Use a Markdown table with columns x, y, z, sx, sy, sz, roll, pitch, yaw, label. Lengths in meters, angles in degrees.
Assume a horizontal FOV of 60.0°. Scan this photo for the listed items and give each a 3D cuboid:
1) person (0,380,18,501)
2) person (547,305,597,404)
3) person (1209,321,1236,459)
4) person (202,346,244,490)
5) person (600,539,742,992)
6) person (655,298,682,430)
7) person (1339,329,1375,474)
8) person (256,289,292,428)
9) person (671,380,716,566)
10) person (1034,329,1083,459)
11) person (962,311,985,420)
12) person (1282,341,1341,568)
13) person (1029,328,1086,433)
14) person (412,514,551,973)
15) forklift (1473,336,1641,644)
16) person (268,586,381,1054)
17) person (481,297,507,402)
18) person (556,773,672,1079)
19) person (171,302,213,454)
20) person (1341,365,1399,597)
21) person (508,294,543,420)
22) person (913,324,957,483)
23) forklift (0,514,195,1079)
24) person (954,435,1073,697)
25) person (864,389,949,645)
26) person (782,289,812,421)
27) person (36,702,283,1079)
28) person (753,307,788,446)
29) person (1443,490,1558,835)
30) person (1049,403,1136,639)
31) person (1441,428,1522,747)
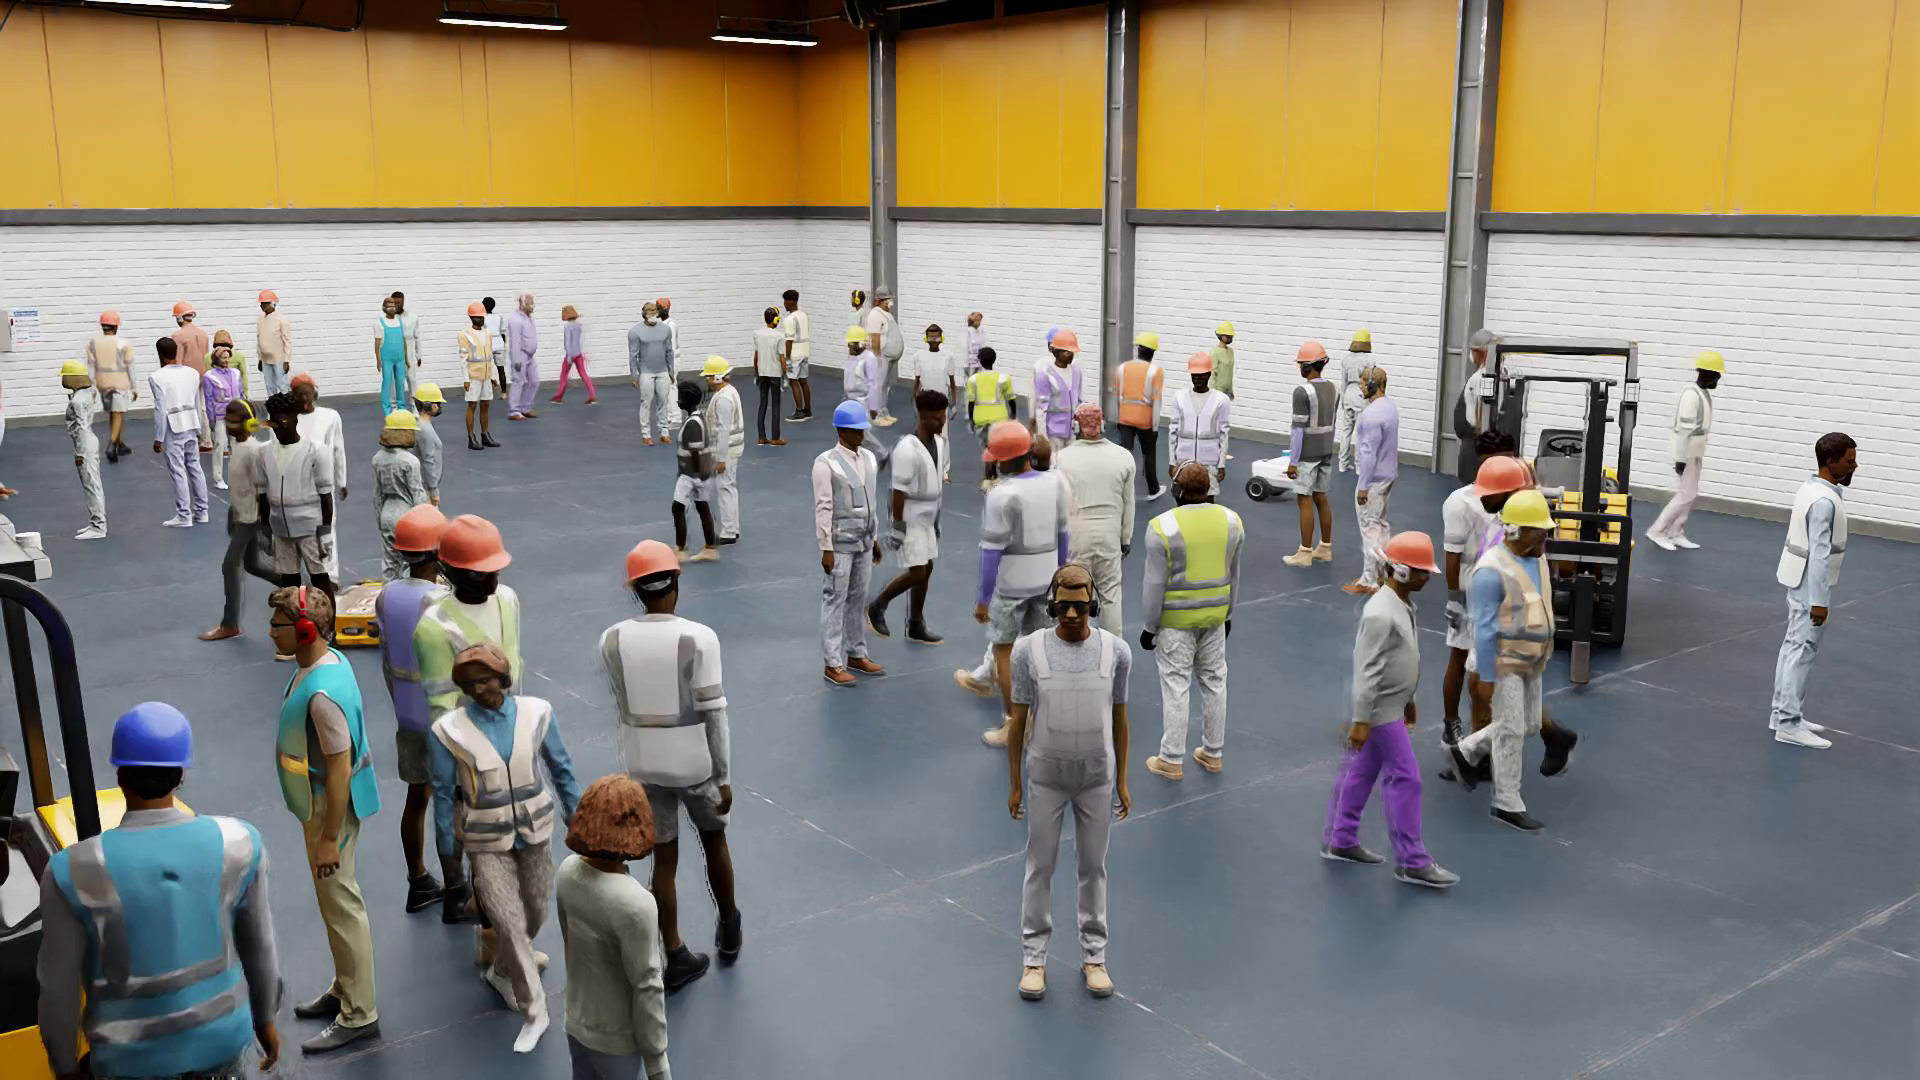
| x | y | z | sx | sy | sz | roll | pitch | yaw | label |
| --- | --- | --- | --- | --- | --- | --- | --- | --- | --- |
| -10.669 | -1.399 | 18.238 | 0.354 | 1.938 | 0.636 | -2 | 12 | -10 | person |
| -6.203 | -2.958 | 26.620 | 0.874 | 1.583 | 0.520 | 4 | 12 | 18 | person |
| 3.305 | -1.867 | 20.921 | 0.328 | 1.767 | 0.532 | 9 | 15 | 38 | person |
| -8.375 | -1.393 | 18.963 | 0.316 | 1.629 | 0.509 | 5 | 13 | 25 | person |
| -1.200 | 0.933 | 7.112 | 0.587 | 1.886 | 0.707 | 2 | 12 | 10 | person |
| -4.188 | -2.524 | 23.837 | 0.349 | 1.876 | 0.576 | -5 | 13 | -23 | person |
| 4.801 | -1.667 | 20.041 | 0.321 | 1.737 | 0.487 | -9 | 15 | -36 | person |
| -9.827 | -2.579 | 23.801 | 0.608 | 1.996 | 0.380 | 5 | 13 | 25 | person |
| -2.506 | -0.598 | 15.010 | 0.613 | 1.680 | 0.543 | 0 | 12 | -1 | person |
| 1.006 | -1.061 | 16.392 | 0.611 | 2.032 | 0.411 | -11 | 16 | -42 | person |
| 0.207 | -2.576 | 24.689 | 0.381 | 1.627 | 0.520 | 10 | 15 | 40 | person |
| 3.152 | -0.772 | 14.998 | 0.607 | 2.036 | 0.410 | -11 | 16 | -42 | person |
| 1.038 | -1.363 | 18.213 | 0.632 | 1.892 | 0.927 | 6 | 13 | 26 | person |
| -2.003 | 0.872 | 7.069 | 0.435 | 2.019 | 0.632 | 5 | 13 | 21 | person |
| 4.683 | -0.471 | 13.136 | 1.214 | 2.155 | 2.313 | 4 | 12 | 20 | forklift |
| -2.471 | 1.074 | 6.522 | 0.376 | 1.844 | 0.571 | -5 | 13 | -24 | person |
| -7.612 | -3.098 | 27.029 | 0.530 | 1.697 | 0.321 | -11 | 16 | -42 | person |
| -1.042 | 1.497 | 5.018 | 0.289 | 1.629 | 0.502 | -10 | 15 | -40 | person |
| -9.864 | -2.058 | 21.335 | 0.411 | 1.980 | 0.625 | 3 | 12 | 14 | person |
| 3.454 | -0.492 | 13.889 | 0.379 | 1.931 | 0.635 | 6 | 13 | 27 | person |
| -6.504 | -2.710 | 24.748 | 0.522 | 1.876 | 0.665 | 2 | 12 | 9 | person |
| -0.291 | -1.580 | 19.316 | 0.512 | 1.862 | 0.322 | 0 | 12 | 0 | person |
| -3.687 | 1.115 | 5.480 | 2.313 | 2.155 | 1.214 | -9 | 15 | -36 | forklift |
| 0.456 | 0.188 | 10.939 | 0.934 | 1.794 | 0.634 | 7 | 13 | 29 | person |
| -0.353 | -0.162 | 12.274 | 0.614 | 1.940 | 0.618 | 5 | 13 | 23 | person |
| -2.435 | -2.736 | 24.670 | 0.377 | 1.955 | 0.602 | 5 | 13 | 23 | person |
| -2.216 | 1.421 | 4.705 | 0.635 | 1.917 | 0.836 | -11 | 16 | -42 | person |
| -2.523 | -2.177 | 22.208 | 0.524 | 1.857 | 0.341 | 5 | 13 | 24 | person |
| 2.877 | 0.615 | 8.816 | 0.606 | 1.815 | 0.622 | -11 | 16 | -42 | person |
| 0.896 | -0.008 | 11.610 | 0.639 | 1.904 | 0.407 | -3 | 12 | -13 | person |
| 3.133 | 0.309 | 9.928 | 0.604 | 1.965 | 0.367 | -6 | 13 | -28 | person |
